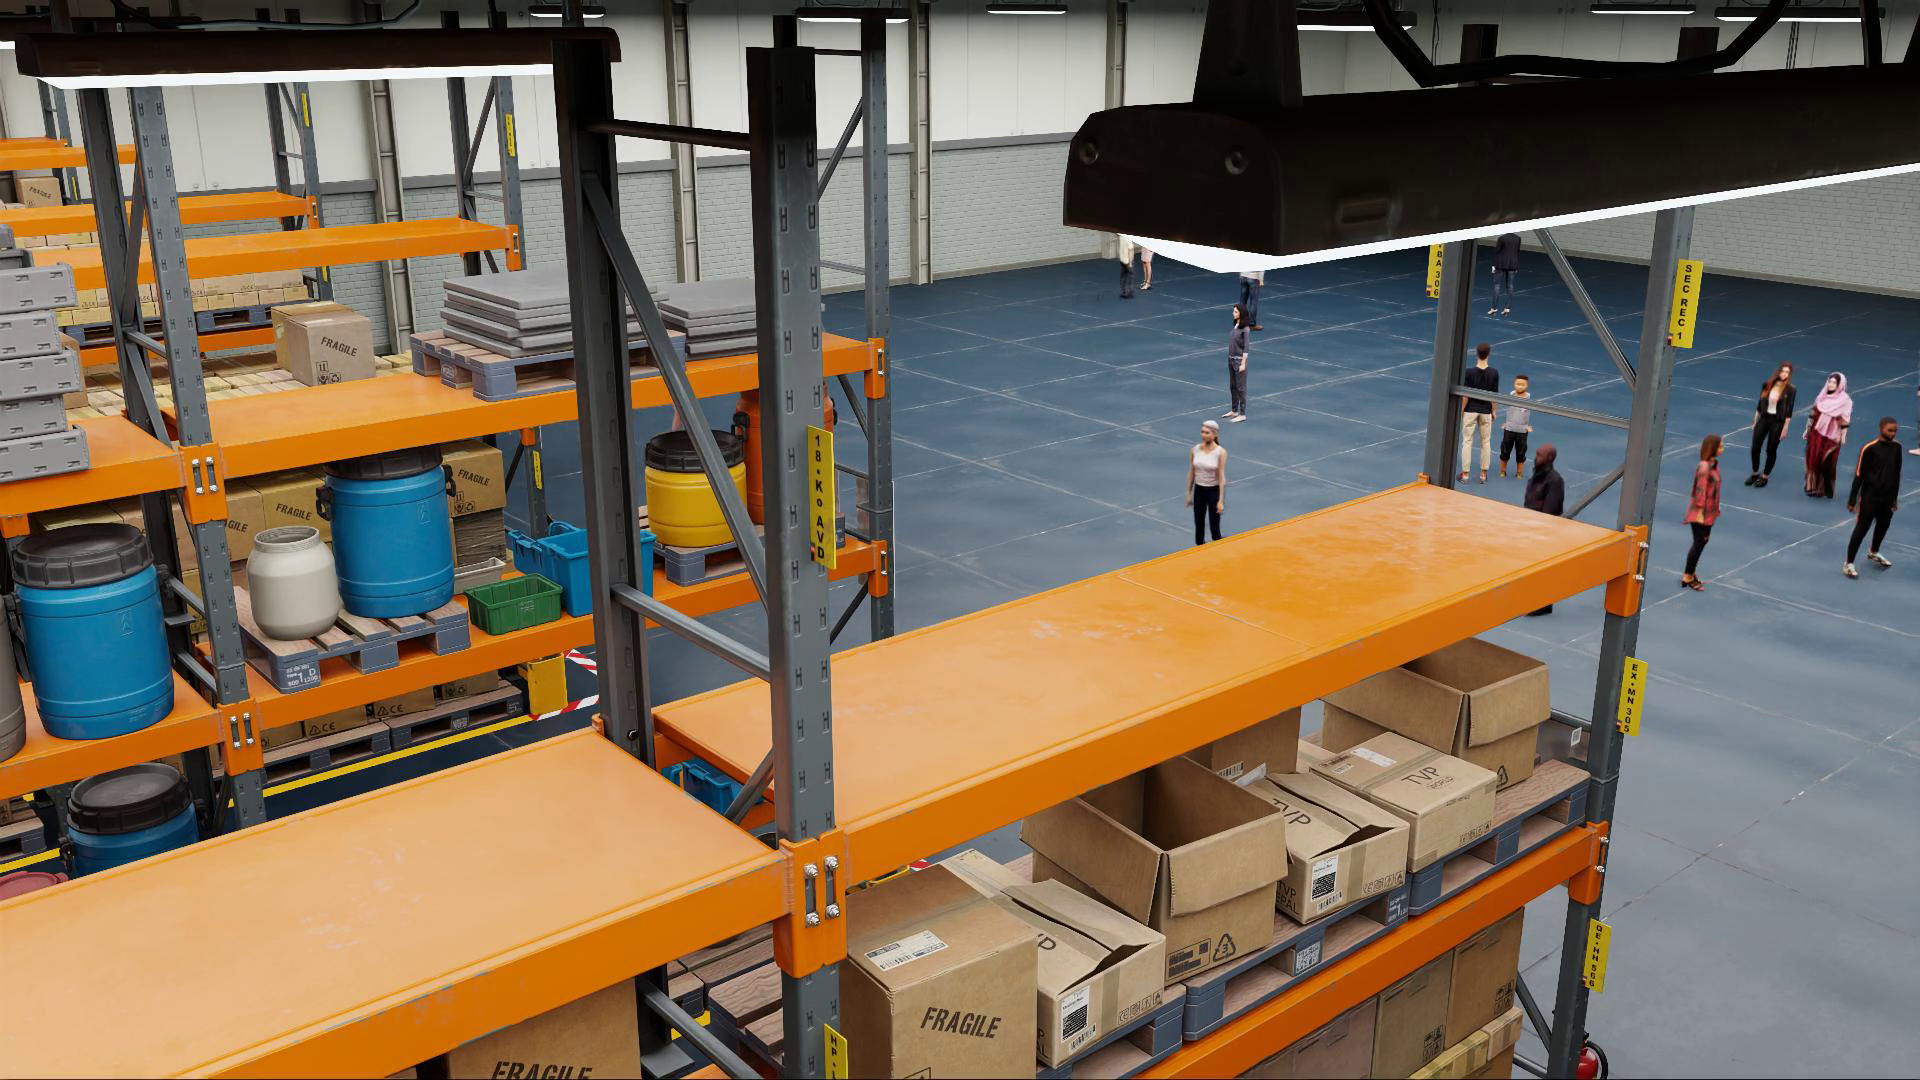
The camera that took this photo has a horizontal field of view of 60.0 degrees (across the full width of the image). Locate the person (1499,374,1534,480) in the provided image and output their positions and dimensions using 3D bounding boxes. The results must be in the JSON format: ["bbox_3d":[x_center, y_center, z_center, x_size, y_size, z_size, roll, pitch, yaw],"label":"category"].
[{"bbox_3d":[7.397,-1.551,22.092,0.630,1.453,0.637,7,19,19],"label":"person"}]

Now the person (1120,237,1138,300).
[{"bbox_3d":[3.478,-5.886,35.202,0.659,1.576,0.664,-9,20,-25],"label":"person"}]

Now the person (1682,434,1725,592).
[{"bbox_3d":[7.975,-0.319,17.915,0.729,1.697,0.556,14,23,37],"label":"person"}]

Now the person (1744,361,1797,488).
[{"bbox_3d":[10.576,-1.505,21.570,0.627,1.688,0.658,-15,23,-39],"label":"person"}]

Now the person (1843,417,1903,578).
[{"bbox_3d":[10.047,-0.491,18.280,0.960,1.796,1.095,-3,18,-8],"label":"person"}]

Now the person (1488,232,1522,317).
[{"bbox_3d":[9.896,-4.976,30.251,0.810,1.781,0.792,0,18,-1],"label":"person"}]

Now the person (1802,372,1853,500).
[{"bbox_3d":[11.062,-1.344,21.175,0.705,1.626,0.703,-10,20,-28],"label":"person"}]

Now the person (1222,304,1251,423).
[{"bbox_3d":[4.201,-2.684,25.068,0.637,1.764,0.666,-6,19,-17],"label":"person"}]

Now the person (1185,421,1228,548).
[{"bbox_3d":[2.755,-0.502,18.464,0.653,1.703,0.610,12,22,33],"label":"person"}]

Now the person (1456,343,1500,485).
[{"bbox_3d":[6.787,-1.656,21.772,0.690,1.850,0.757,1,18,3],"label":"person"}]
